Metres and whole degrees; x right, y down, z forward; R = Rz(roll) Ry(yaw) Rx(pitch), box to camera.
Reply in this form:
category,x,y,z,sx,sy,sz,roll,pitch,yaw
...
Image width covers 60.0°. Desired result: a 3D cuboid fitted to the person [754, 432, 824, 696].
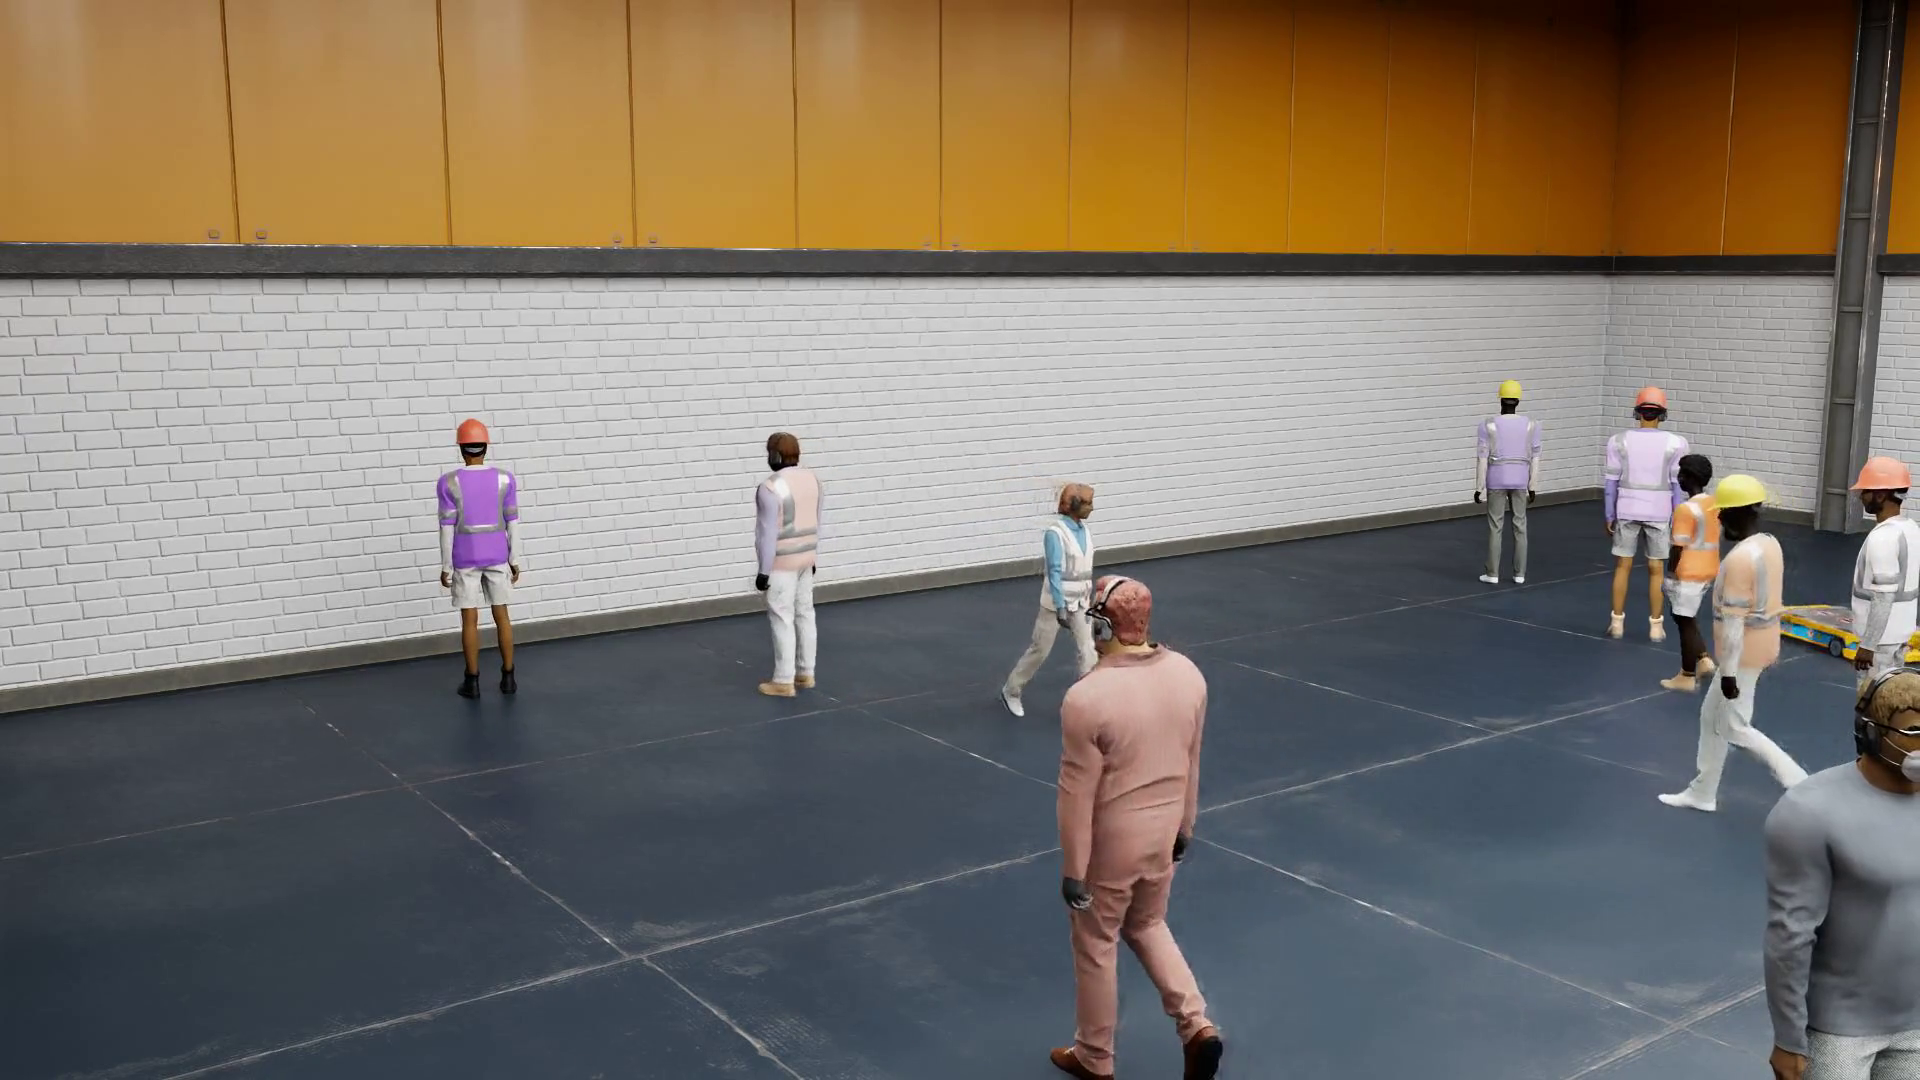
category,x,y,z,sx,sy,sz,roll,pitch,yaw
person,-1.214,0.163,11.599,0.429,1.840,0.632,6,11,31

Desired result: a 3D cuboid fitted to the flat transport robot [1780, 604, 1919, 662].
category,x,y,z,sx,sy,sz,roll,pitch,yaw
flat transport robot,6.928,0.712,13.038,0.652,0.197,1.431,-2,9,-11

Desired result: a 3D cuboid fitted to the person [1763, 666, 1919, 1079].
category,x,y,z,sx,sy,sz,roll,pitch,yaw
person,2.403,1.280,4.403,0.627,1.940,0.372,-3,10,-16

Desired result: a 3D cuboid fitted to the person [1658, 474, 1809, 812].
category,x,y,z,sx,sy,sz,roll,pitch,yaw
person,4.194,0.594,8.806,0.813,1.888,0.591,7,12,38

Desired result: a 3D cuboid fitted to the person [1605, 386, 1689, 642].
category,x,y,z,sx,sy,sz,roll,pitch,yaw
person,5.472,-0.209,13.300,0.608,2.034,0.395,5,10,27

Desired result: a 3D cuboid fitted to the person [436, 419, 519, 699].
category,x,y,z,sx,sy,sz,roll,pitch,yaw
person,-3.337,0.126,11.533,0.552,1.932,0.377,-5,10,-28

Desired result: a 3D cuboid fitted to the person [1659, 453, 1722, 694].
category,x,y,z,sx,sy,sz,roll,pitch,yaw
person,5.075,0.238,11.586,0.554,1.682,0.368,-9,13,-43

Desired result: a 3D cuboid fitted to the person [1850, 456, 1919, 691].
category,x,y,z,sx,sy,sz,roll,pitch,yaw
person,5.069,0.502,9.214,0.377,1.932,0.552,8,12,42

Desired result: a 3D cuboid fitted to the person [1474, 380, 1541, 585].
category,x,y,z,sx,sy,sz,roll,pitch,yaw
person,5.131,-0.536,15.635,0.587,1.928,0.381,1,9,4

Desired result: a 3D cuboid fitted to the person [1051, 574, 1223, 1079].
category,x,y,z,sx,sy,sz,roll,pitch,yaw
person,0.604,1.062,5.881,0.659,1.892,0.621,-7,11,-36

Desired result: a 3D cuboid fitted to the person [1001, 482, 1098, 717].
category,x,y,z,sx,sy,sz,roll,pitch,yaw
person,0.645,0.409,10.824,0.853,1.592,0.528,8,12,42
